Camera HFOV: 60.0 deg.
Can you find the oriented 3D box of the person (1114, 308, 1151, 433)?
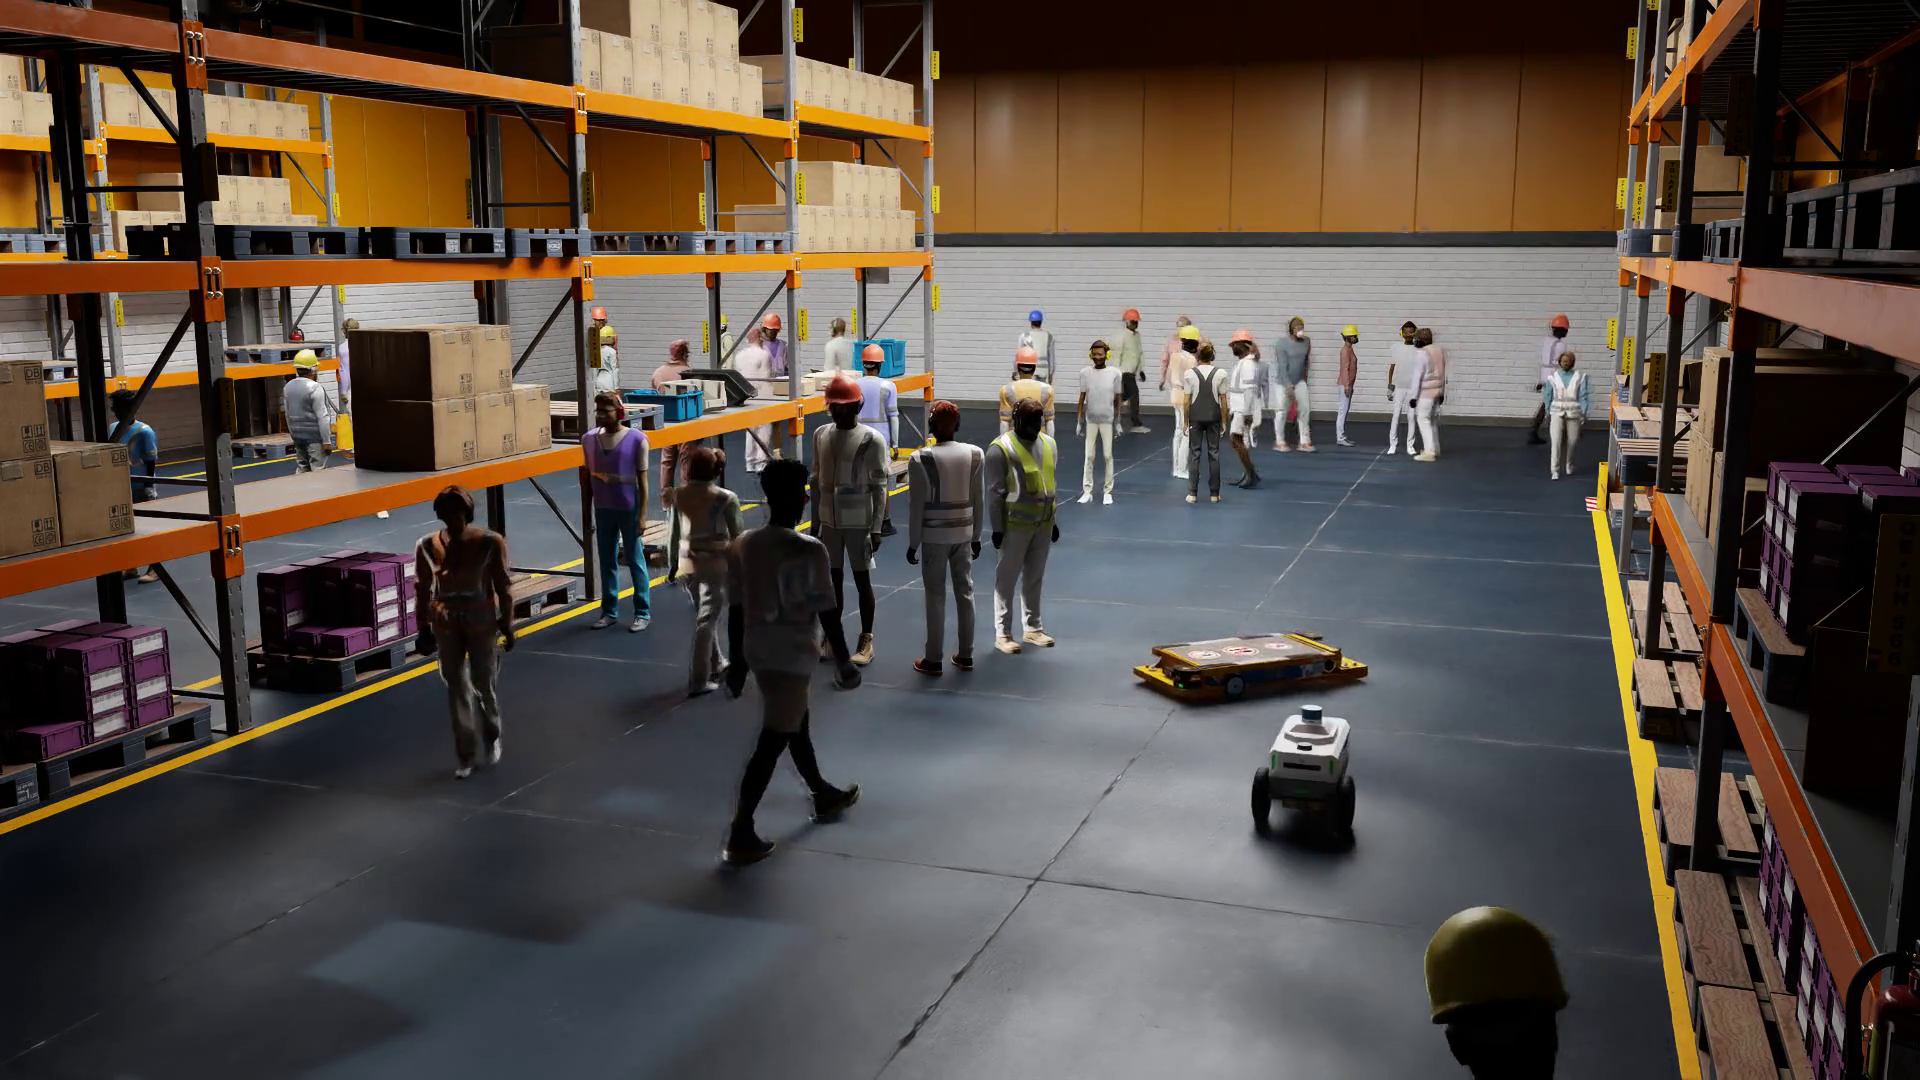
[{"bbox_3d":[2.575,-2.674,26.140,0.971,1.956,0.598,6,12,32],"label":"person"}]

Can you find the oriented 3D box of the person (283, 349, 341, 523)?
[{"bbox_3d":[-6.812,-1.084,17.492,0.600,1.836,0.404,6,12,31],"label":"person"}]

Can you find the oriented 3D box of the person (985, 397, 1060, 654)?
[{"bbox_3d":[0.479,-0.113,12.016,0.634,1.841,0.429,-8,13,-38],"label":"person"}]

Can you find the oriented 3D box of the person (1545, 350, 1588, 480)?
[{"bbox_3d":[7.622,-1.586,20.935,0.513,1.614,0.742,4,11,19],"label":"person"}]

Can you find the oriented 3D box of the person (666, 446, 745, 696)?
[{"bbox_3d":[-1.615,0.182,10.999,0.546,1.605,0.779,5,11,24],"label":"person"}]

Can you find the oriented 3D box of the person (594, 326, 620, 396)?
[{"bbox_3d":[-5.162,-2.265,24.411,0.493,1.743,0.314,8,13,37],"label":"person"}]

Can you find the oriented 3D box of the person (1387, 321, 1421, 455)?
[{"bbox_3d":[6.244,-2.119,23.240,0.534,1.868,0.309,2,10,10],"label":"person"}]

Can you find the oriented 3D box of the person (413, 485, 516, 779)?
[{"bbox_3d":[-2.722,0.505,9.123,0.541,1.624,0.372,0,10,0],"label":"person"}]

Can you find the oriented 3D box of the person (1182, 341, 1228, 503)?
[{"bbox_3d":[2.775,-1.333,18.876,0.507,1.846,0.345,1,10,5],"label":"person"}]

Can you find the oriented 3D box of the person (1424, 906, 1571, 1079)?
[{"bbox_3d":[0.825,1.549,2.580,0.378,1.878,0.729,-2,10,-8],"label":"person"}]

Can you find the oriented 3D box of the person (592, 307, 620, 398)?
[{"bbox_3d":[-5.438,-2.526,25.174,0.612,1.996,0.389,-7,12,-34],"label":"person"}]

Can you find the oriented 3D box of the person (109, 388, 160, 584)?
[{"bbox_3d":[-7.182,-0.469,14.428,0.535,1.699,0.318,4,11,22],"label":"person"}]

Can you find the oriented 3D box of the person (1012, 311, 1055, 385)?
[{"bbox_3d":[1.149,-2.635,26.055,0.609,1.923,0.778,-5,11,-24],"label":"person"}]

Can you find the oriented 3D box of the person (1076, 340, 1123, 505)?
[{"bbox_3d":[1.575,-1.326,18.782,0.534,1.864,0.310,3,11,16],"label":"person"}]

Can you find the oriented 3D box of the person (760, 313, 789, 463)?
[{"bbox_3d":[-2.496,-1.987,22.029,0.605,2.036,0.383,-7,12,-33],"label":"person"}]

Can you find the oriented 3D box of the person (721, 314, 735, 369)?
[{"bbox_3d":[-3.820,-2.709,26.664,0.404,1.830,0.600,-5,11,-26],"label":"person"}]

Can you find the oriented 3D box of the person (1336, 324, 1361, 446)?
[{"bbox_3d":[5.670,-2.255,24.289,0.313,1.771,0.527,3,11,18],"label":"person"}]

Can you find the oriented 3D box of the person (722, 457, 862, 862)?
[{"bbox_3d":[-0.831,0.555,8.079,0.608,1.914,1.024,10,14,44],"label":"person"}]

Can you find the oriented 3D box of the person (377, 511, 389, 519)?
[{"bbox_3d":[-6.323,-1.186,18.071,0.521,1.842,0.829,-7,12,-33],"label":"person"}]

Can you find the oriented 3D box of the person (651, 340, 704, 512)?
[{"bbox_3d":[-3.056,-1.236,18.194,0.640,1.900,0.397,6,11,28],"label":"person"}]

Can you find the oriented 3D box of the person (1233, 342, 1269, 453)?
[{"bbox_3d":[4.008,-1.953,23.022,0.508,1.613,0.546,1,10,5],"label":"person"}]

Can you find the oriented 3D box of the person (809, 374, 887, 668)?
[{"bbox_3d":[-0.799,-0.133,11.564,0.605,2.043,0.376,6,11,28],"label":"person"}]

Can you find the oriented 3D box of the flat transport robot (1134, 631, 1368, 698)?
[{"bbox_3d":[1.951,0.825,11.156,1.431,0.197,0.652,-4,11,-23],"label":"flat transport robot"}]

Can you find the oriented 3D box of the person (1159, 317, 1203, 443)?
[{"bbox_3d":[3.340,-2.417,24.965,0.657,1.861,1.011,5,11,26],"label":"person"}]

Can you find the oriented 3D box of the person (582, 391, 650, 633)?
[{"bbox_3d":[-2.587,-0.217,12.624,0.563,1.836,0.389,3,11,18],"label":"person"}]

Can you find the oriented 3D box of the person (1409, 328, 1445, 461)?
[{"bbox_3d":[6.315,-1.966,22.548,0.435,1.814,0.688,9,14,43],"label":"person"}]

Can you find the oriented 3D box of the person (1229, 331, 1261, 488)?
[{"bbox_3d":[3.432,-1.575,20.142,0.395,1.888,0.655,0,10,1],"label":"person"}]

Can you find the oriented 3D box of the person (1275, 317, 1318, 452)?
[{"bbox_3d":[4.723,-2.166,23.383,0.638,1.903,0.811,-5,11,-26],"label":"person"}]

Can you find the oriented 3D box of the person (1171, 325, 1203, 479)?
[{"bbox_3d":[2.851,-1.723,20.872,0.395,1.923,0.636,-3,10,-14],"label":"person"}]

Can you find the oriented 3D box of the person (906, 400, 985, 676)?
[{"bbox_3d":[-0.100,-0.014,11.338,0.575,1.884,0.355,-5,11,-28],"label":"person"}]

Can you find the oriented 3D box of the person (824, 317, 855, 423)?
[{"bbox_3d":[-1.644,-2.156,23.305,0.747,1.924,0.638,4,11,23],"label":"person"}]

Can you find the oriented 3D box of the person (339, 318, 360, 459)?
[{"bbox_3d":[-8.252,-2.070,22.788,0.356,1.930,0.629,4,11,20],"label":"person"}]

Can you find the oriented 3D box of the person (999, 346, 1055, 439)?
[{"bbox_3d":[0.648,-0.929,16.346,0.552,1.934,0.373,-1,10,-7],"label":"person"}]

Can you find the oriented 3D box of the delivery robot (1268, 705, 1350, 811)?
[{"bbox_3d":[1.808,1.095,8.573,0.477,0.478,0.707,3,11,19],"label":"delivery robot"}]

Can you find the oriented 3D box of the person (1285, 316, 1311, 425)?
[{"bbox_3d":[5.488,-2.768,27.172,0.523,1.772,0.302,-6,12,-29],"label":"person"}]

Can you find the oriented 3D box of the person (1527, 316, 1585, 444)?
[{"bbox_3d":[8.811,-2.347,24.479,0.983,1.882,0.573,-1,10,-7],"label":"person"}]

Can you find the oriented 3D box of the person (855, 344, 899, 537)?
[{"bbox_3d":[-0.879,-1.000,16.743,0.550,1.935,0.375,2,10,10],"label":"person"}]

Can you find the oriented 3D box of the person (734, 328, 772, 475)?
[{"bbox_3d":[-2.595,-1.786,21.376,0.434,1.867,0.779,-9,14,-42],"label":"person"}]
